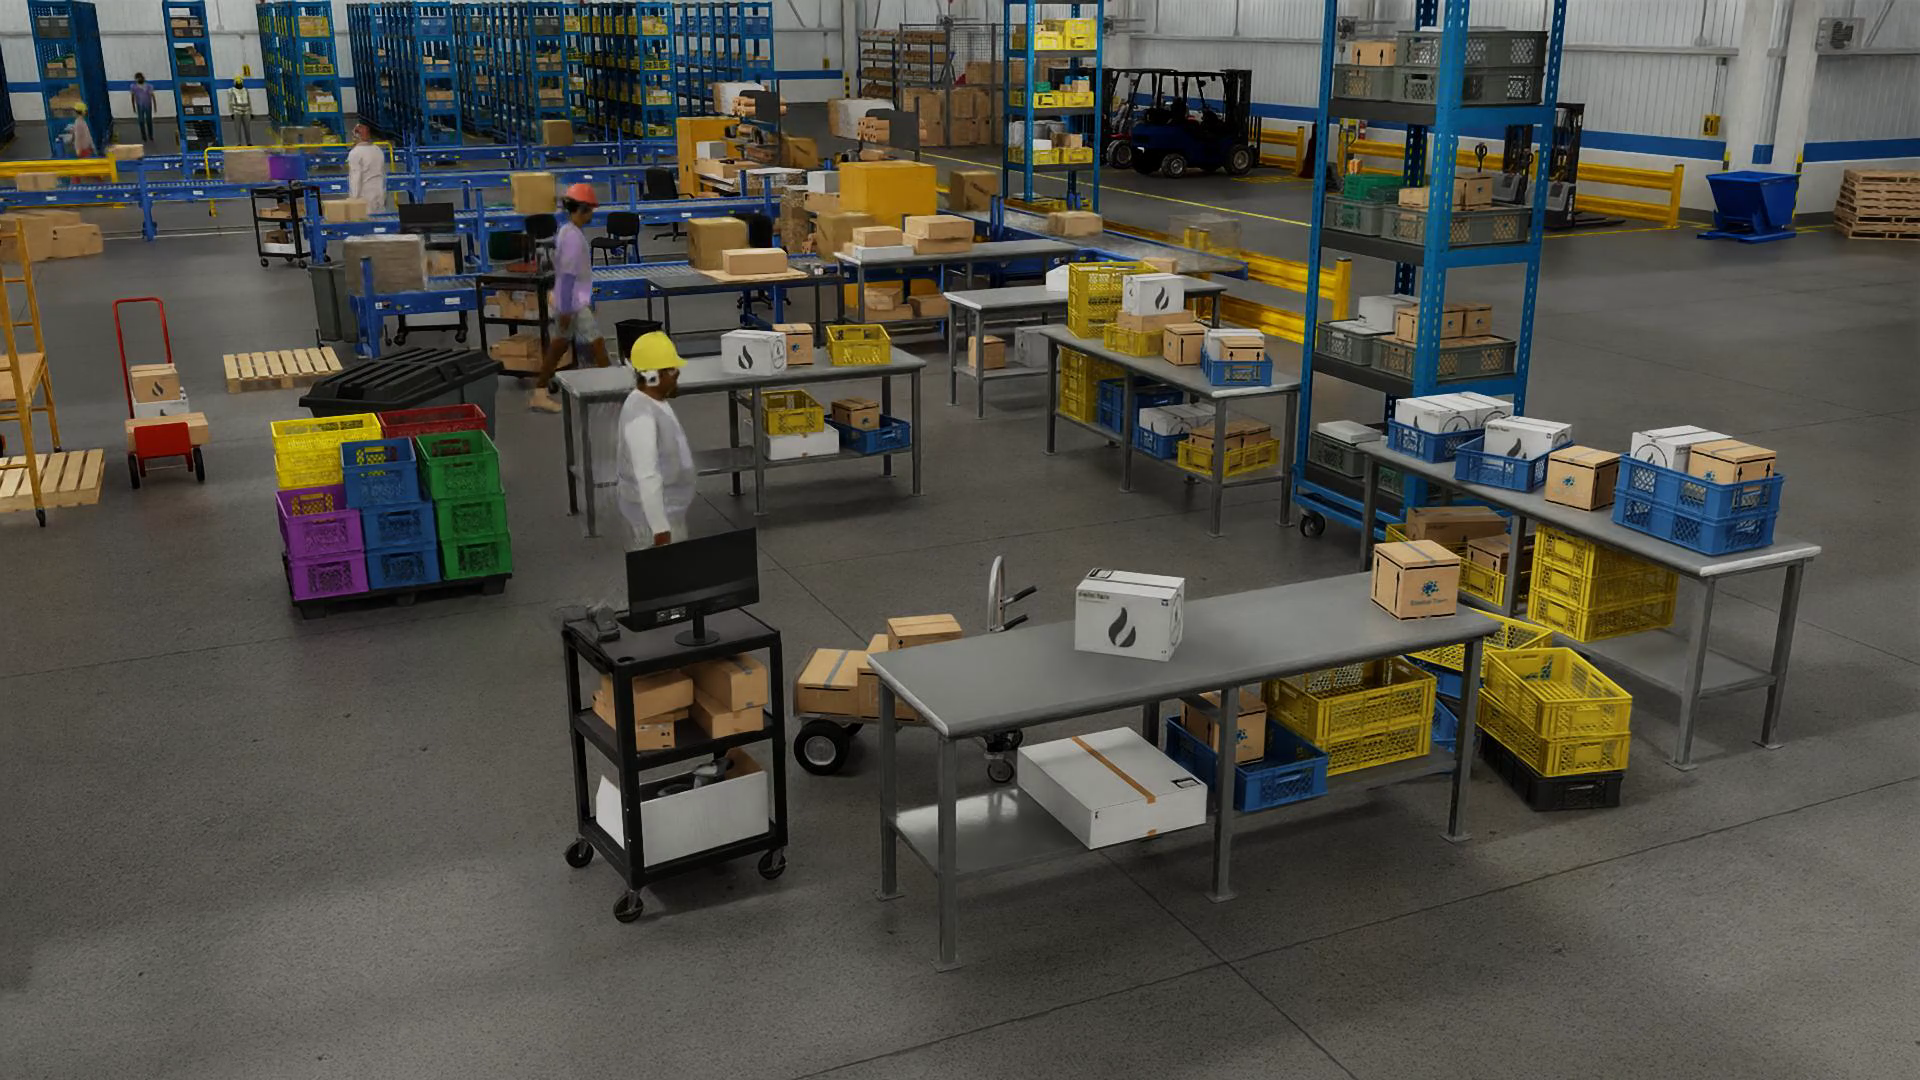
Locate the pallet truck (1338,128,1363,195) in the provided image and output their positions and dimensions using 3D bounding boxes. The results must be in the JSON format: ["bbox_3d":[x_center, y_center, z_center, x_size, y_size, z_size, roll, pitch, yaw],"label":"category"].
[{"bbox_3d":[7.845,-7.140,31.411,1.522,1.261,0.704,-9,20,-25],"label":"pallet truck"}]

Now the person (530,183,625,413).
[{"bbox_3d":[-3.264,-2.055,14.290,1.067,1.977,0.618,-5,18,-14],"label":"person"}]

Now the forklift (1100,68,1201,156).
[{"bbox_3d":[4.082,-9.564,37.410,2.680,1.987,1.157,-8,19,-23],"label":"forklift"}]

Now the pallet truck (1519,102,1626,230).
[{"bbox_3d":[9.972,-6.037,26.785,1.885,1.965,0.823,-9,20,-25],"label":"pallet truck"}]

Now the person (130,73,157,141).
[{"bbox_3d":[-22.104,-11.729,45.059,0.576,1.790,0.964,-9,20,-27],"label":"person"}]

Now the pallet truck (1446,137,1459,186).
[{"bbox_3d":[9.184,-6.485,29.328,1.630,1.274,0.653,-8,19,-23],"label":"pallet truck"}]

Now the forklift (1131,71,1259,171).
[{"bbox_3d":[4.998,-8.936,35.413,2.680,1.987,1.157,-9,20,-25],"label":"forklift"}]

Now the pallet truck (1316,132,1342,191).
[{"bbox_3d":[7.723,-7.504,32.656,1.601,1.201,0.680,-8,19,-23],"label":"pallet truck"}]

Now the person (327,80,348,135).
[{"bbox_3d":[-17.669,-12.415,46.934,0.501,1.967,0.653,-12,21,-33],"label":"person"}]

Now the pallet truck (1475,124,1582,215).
[{"bbox_3d":[9.707,-6.455,28.103,1.885,1.965,0.823,-7,19,-20],"label":"pallet truck"}]

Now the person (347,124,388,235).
[{"bbox_3d":[-8.138,-4.714,22.788,0.413,1.897,0.744,6,18,17],"label":"person"}]

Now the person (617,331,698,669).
[{"bbox_3d":[-1.574,-0.173,8.593,0.448,1.823,0.590,-1,18,-4],"label":"person"}]

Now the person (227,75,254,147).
[{"bbox_3d":[-18.299,-10.898,42.359,0.403,1.837,0.588,16,24,42],"label":"person"}]

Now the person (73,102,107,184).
[{"bbox_3d":[-16.596,-7.463,31.722,0.901,1.723,0.545,-6,19,-19],"label":"person"}]
